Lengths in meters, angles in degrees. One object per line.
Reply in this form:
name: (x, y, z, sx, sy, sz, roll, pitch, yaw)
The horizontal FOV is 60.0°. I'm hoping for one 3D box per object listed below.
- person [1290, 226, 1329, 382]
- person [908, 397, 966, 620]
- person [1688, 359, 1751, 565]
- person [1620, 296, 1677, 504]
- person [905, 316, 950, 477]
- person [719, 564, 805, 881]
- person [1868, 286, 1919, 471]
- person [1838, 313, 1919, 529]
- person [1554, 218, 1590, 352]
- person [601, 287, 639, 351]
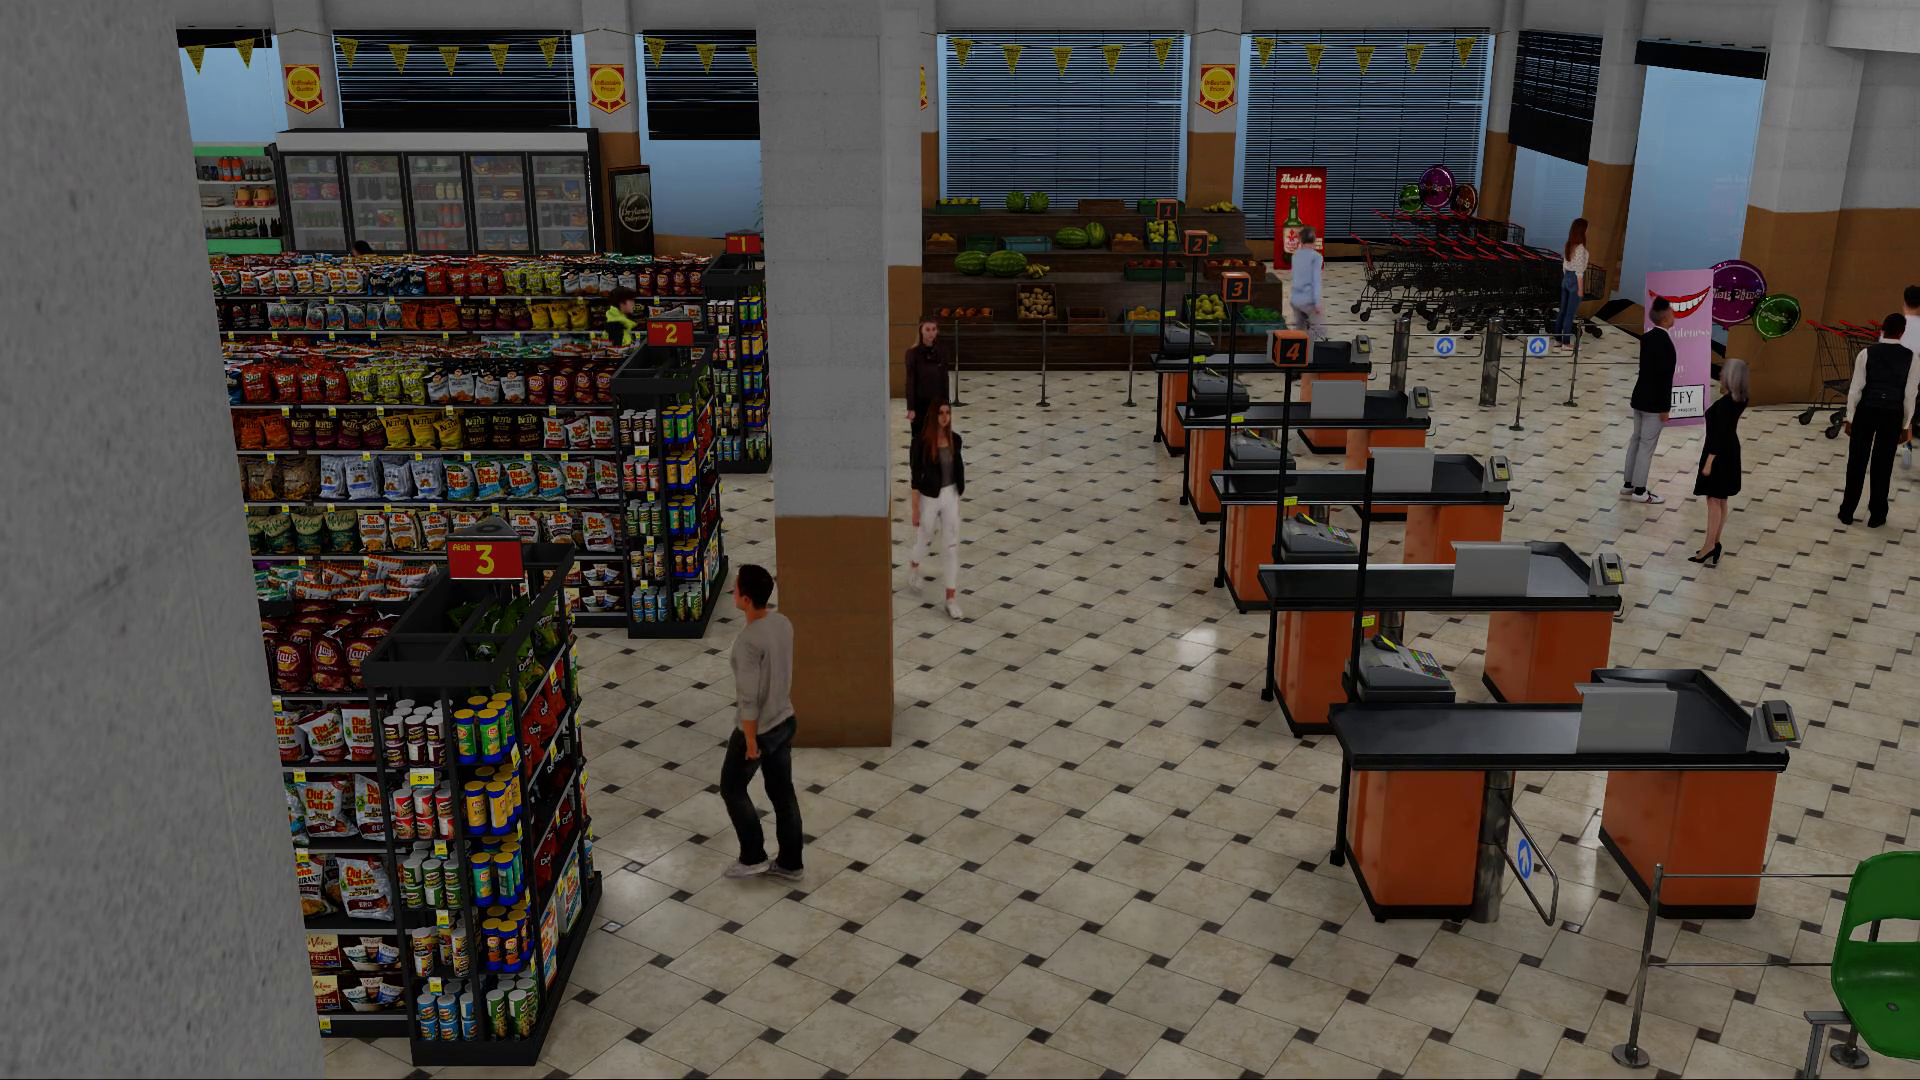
person: (4.119, -2.833, 20.147, 0.925, 1.853, 0.885, -9, 21, -26)
person: (-0.210, -0.280, 12.849, 1.080, 1.678, 0.903, -7, 20, -20)
person: (6.338, -0.662, 13.876, 0.747, 1.747, 0.697, 16, 24, 39)
person: (6.454, -1.327, 15.539, 0.568, 1.943, 0.690, 0, 19, 0)
person: (-0.310, -1.289, 15.800, 0.594, 1.705, 0.734, -9, 21, -24)
person: (-0.957, 1.003, 8.862, 0.814, 1.794, 0.785, 9, 21, 25)
person: (9.299, -1.573, 16.435, 0.942, 1.837, 0.825, 3, 19, 7)
person: (8.177, -1.071, 14.817, 0.704, 1.919, 0.840, 10, 21, 27)
person: (8.092, -3.387, 21.987, 0.529, 1.727, 0.593, -2, 19, -5)
person: (-3.356, -1.398, 15.770, 1.210, 1.930, 0.922, -3, 19, -8)
